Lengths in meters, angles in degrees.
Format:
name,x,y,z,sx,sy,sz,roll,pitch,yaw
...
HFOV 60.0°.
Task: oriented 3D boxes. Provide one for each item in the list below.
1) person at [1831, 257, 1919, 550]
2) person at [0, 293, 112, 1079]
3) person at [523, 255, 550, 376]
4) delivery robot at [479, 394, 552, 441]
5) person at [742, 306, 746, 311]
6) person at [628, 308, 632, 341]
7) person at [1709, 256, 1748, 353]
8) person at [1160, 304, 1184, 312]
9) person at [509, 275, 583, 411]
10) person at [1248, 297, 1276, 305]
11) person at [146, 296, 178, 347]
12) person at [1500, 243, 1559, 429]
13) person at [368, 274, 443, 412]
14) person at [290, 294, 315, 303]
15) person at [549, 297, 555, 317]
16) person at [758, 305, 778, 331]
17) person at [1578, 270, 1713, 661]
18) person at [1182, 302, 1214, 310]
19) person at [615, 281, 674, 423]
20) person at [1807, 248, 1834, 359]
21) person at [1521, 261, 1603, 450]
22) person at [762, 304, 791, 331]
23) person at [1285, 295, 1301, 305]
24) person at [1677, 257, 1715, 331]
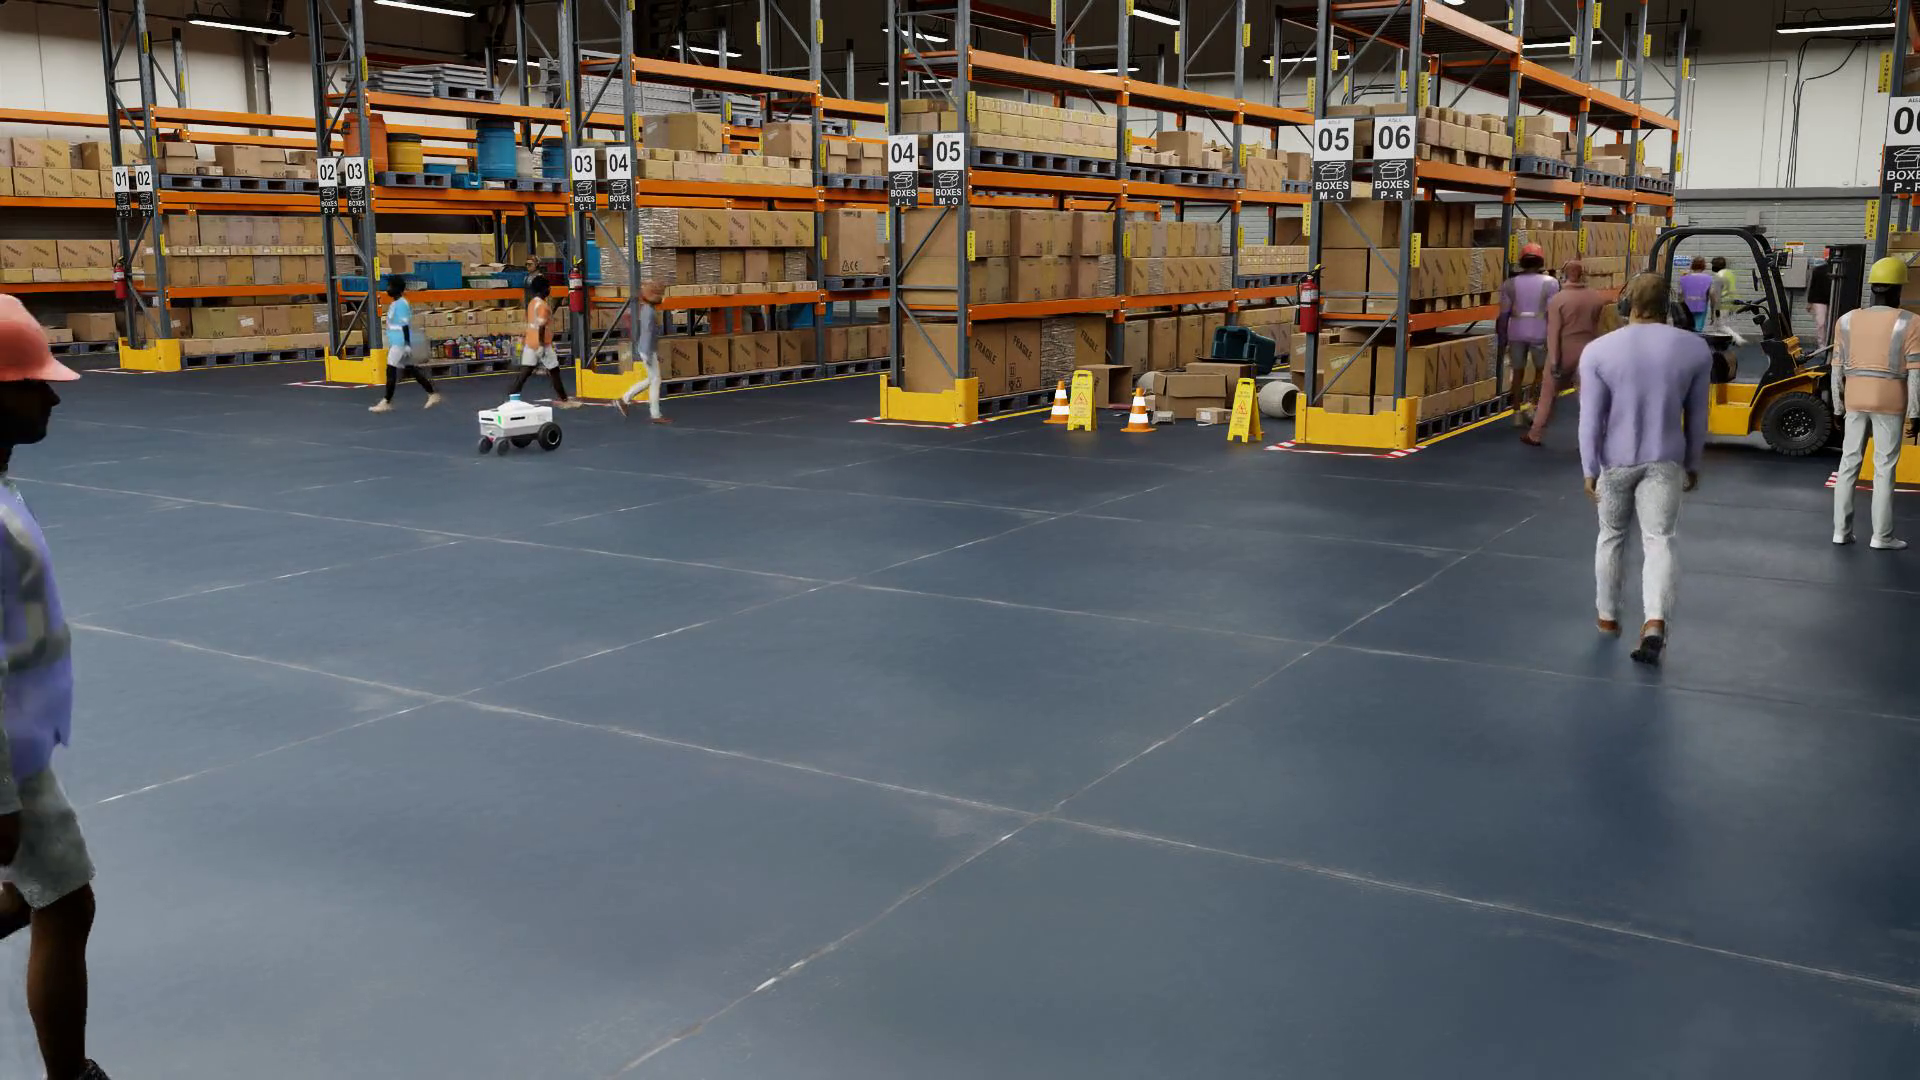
name,x,y,z,sx,sy,sz,roll,pitch,yaw
person,6.067,-0.895,11.013,0.360,1.930,0.587,-8,13,-36
person,-2.138,0.439,3.555,0.688,1.922,0.548,-6,12,-31
person,-6.503,-3.438,25.498,0.507,1.846,0.345,6,12,30
delivery robot,-4.314,-1.173,16.157,0.477,0.478,0.707,7,12,34
person,-4.797,-5.557,36.948,0.610,2.012,0.953,5,11,26
person,-5.055,-3.566,26.524,0.529,1.737,0.772,4,11,23
person,13.745,-4.173,29.764,0.699,1.808,0.637,9,13,41
person,4.143,-4.769,32.403,0.831,2.000,0.713,-2,10,-12
person,-5.034,-2.341,19.900,0.924,1.647,0.537,-7,12,-33
person,5.619,-4.423,31.069,0.520,1.833,0.938,7,12,34
person,-13.548,-3.961,28.299,0.596,1.900,0.743,6,12,32
person,6.259,-2.242,18.291,0.631,2.018,0.702,6,12,30
person,-6.706,-2.376,20.073,0.862,1.658,0.539,-5,11,-25
person,-12.012,-4.297,30.384,0.595,1.823,0.403,6,12,29
person,-7.457,-4.054,29.585,0.520,1.624,0.522,5,11,27
person,-3.425,-4.351,30.343,0.636,1.939,0.363,5,11,25
person,3.371,-0.378,8.231,0.630,1.904,0.974,3,10,15
person,4.578,-4.505,31.307,0.894,1.911,0.634,-8,13,-37
person,-3.553,-2.090,18.620,0.592,1.602,0.536,-2,10,-9
person,15.320,-4.151,29.187,0.704,1.946,0.792,-1,10,-5
person,5.993,-1.804,16.344,0.641,1.857,0.970,-3,10,-14
person,-3.126,-4.002,28.855,0.739,1.787,0.408,-9,13,-41
person,6.563,-4.776,32.766,0.907,1.914,0.641,-5,11,-28
person,12.009,-3.724,27.190,0.573,1.809,0.943,6,12,32
